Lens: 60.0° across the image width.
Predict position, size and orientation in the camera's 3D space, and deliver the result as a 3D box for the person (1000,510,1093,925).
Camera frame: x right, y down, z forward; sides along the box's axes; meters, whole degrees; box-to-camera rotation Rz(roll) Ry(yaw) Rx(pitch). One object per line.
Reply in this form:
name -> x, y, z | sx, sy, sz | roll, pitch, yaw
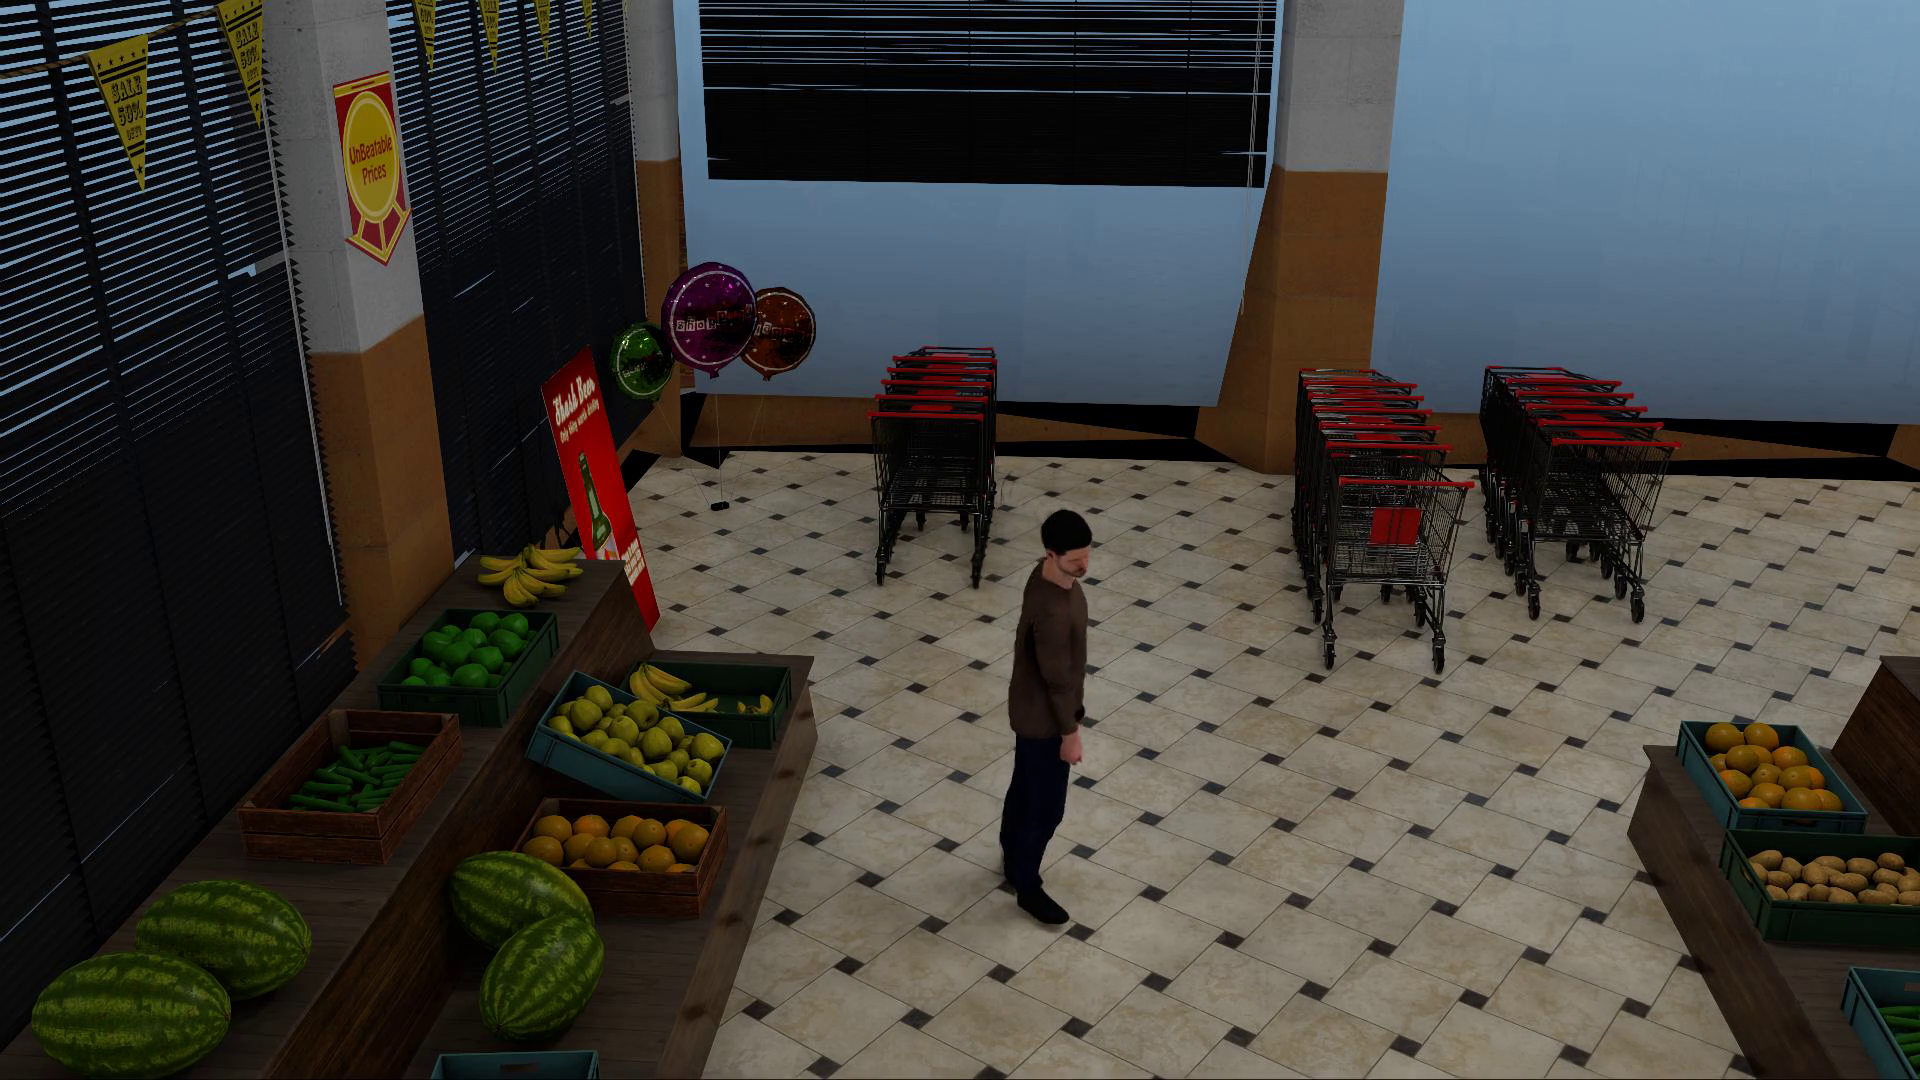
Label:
person -> 0.310, 0.683, 6.930 | 0.962, 1.859, 0.573 | -5, 22, -12
